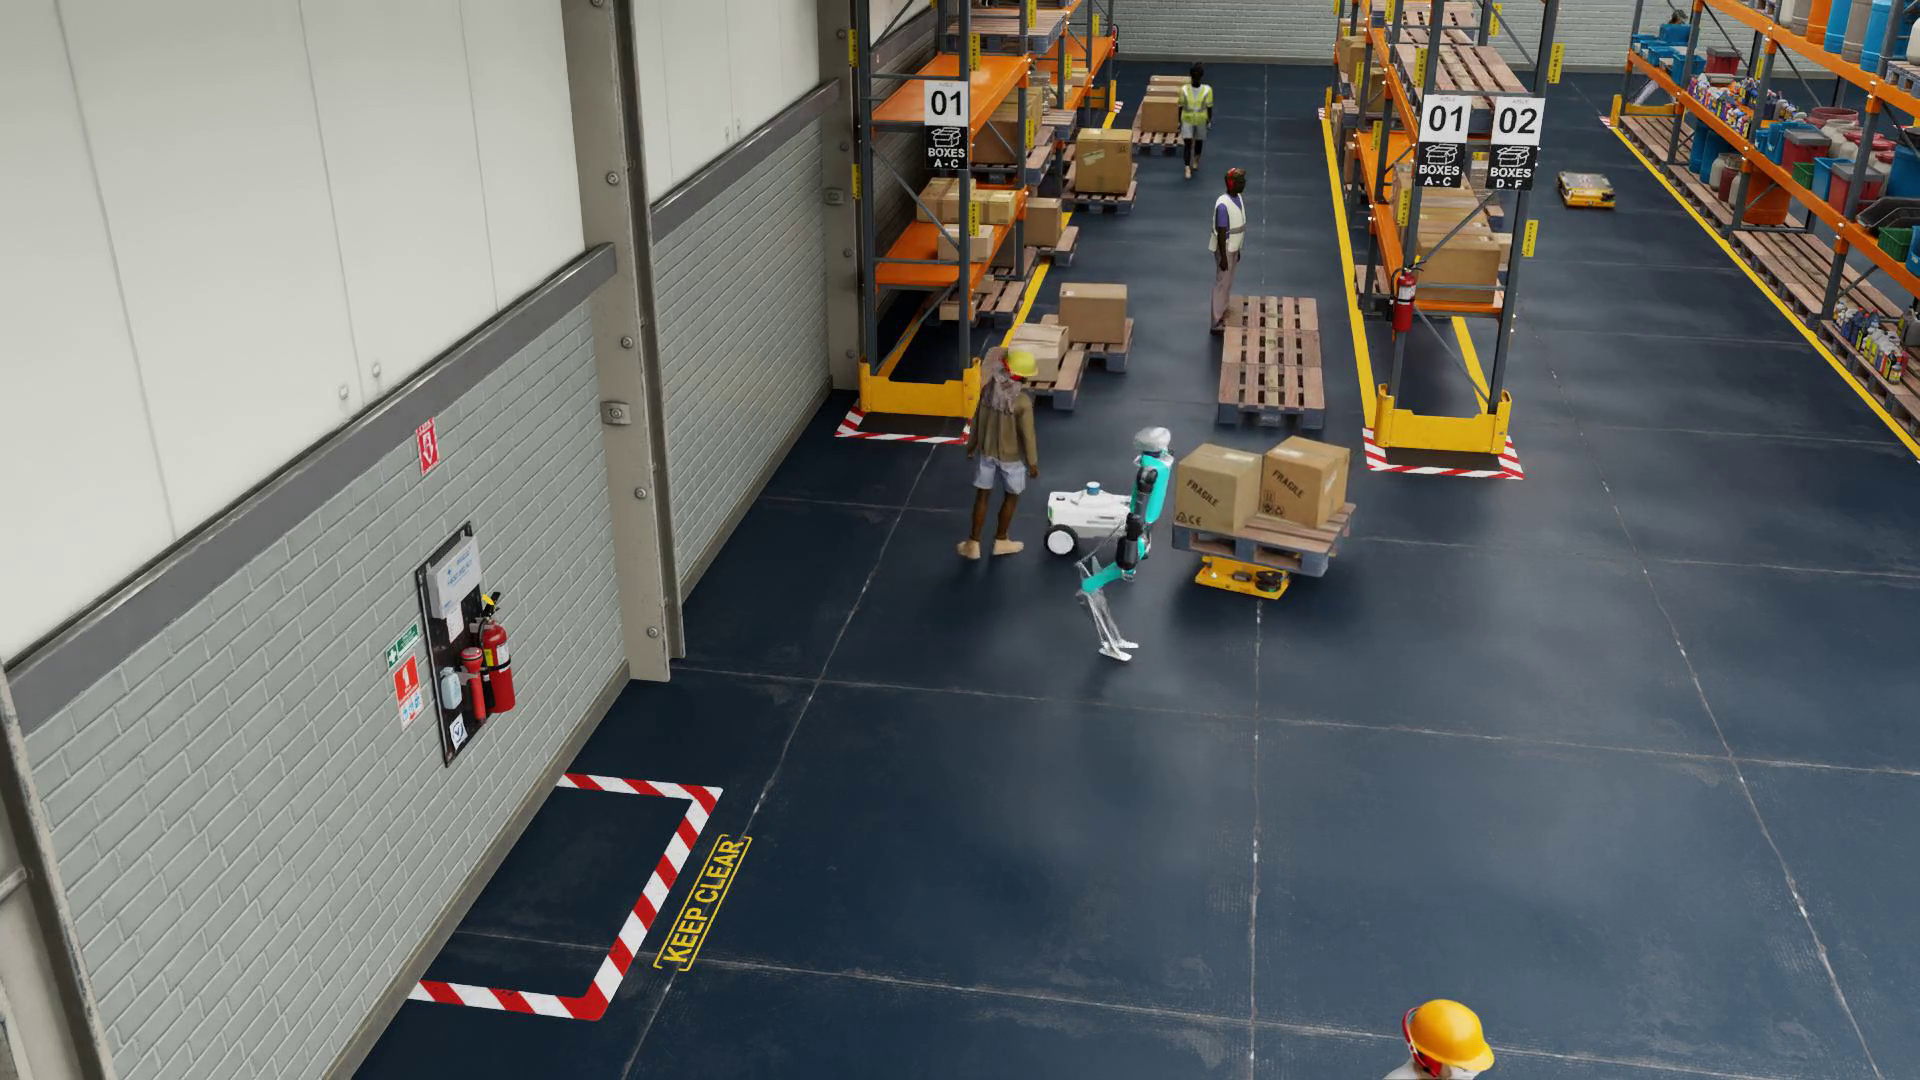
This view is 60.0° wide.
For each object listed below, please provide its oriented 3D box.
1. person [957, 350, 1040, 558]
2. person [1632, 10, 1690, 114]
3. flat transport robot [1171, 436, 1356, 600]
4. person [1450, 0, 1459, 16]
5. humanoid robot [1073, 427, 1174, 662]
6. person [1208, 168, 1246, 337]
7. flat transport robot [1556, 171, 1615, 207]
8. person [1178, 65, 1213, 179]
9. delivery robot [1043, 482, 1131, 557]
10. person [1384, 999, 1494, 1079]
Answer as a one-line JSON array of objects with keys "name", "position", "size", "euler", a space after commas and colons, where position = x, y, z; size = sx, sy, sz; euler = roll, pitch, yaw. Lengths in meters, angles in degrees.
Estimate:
[{"name": "person", "position": [0.291, -0.658, 13.054], "size": [0.621, 1.720, 0.536], "euler": [16, 30, 31]}, {"name": "person", "position": [12.741, -8.606, 29.951], "size": [0.970, 1.816, 0.511], "euler": [10, 27, 21]}, {"name": "flat transport robot", "position": [2.418, 0.060, 13.229], "size": [0.659, 0.231, 1.431], "euler": [12, 28, 24]}, {"name": "person", "position": [9.309, -9.377, 31.663], "size": [0.325, 1.768, 0.532], "euler": [-19, 31, -34]}, {"name": "humanoid robot", "position": [1.074, 0.033, 11.521], "size": [0.753, 1.761, 0.534], "euler": [9, 26, 18]}, {"name": "person", "position": [2.936, -3.165, 18.270], "size": [0.390, 1.846, 0.565], "euler": [10, 27, 21]}, {"name": "flat transport robot", "position": [9.150, -5.134, 24.346], "size": [0.659, 0.231, 1.431], "euler": [5, 26, 11]}, {"name": "person", "position": [3.586, -6.425, 25.452], "size": [0.535, 1.671, 0.749], "euler": [2, 25, 5]}, {"name": "delivery robot", "position": [1.043, -0.176, 13.395], "size": [0.778, 0.594, 0.499], "euler": [3, 25, 7]}, {"name": "person", "position": [1.675, 2.469, 6.170], "size": [0.581, 1.887, 0.385], "euler": [-19, 31, -35]}]
